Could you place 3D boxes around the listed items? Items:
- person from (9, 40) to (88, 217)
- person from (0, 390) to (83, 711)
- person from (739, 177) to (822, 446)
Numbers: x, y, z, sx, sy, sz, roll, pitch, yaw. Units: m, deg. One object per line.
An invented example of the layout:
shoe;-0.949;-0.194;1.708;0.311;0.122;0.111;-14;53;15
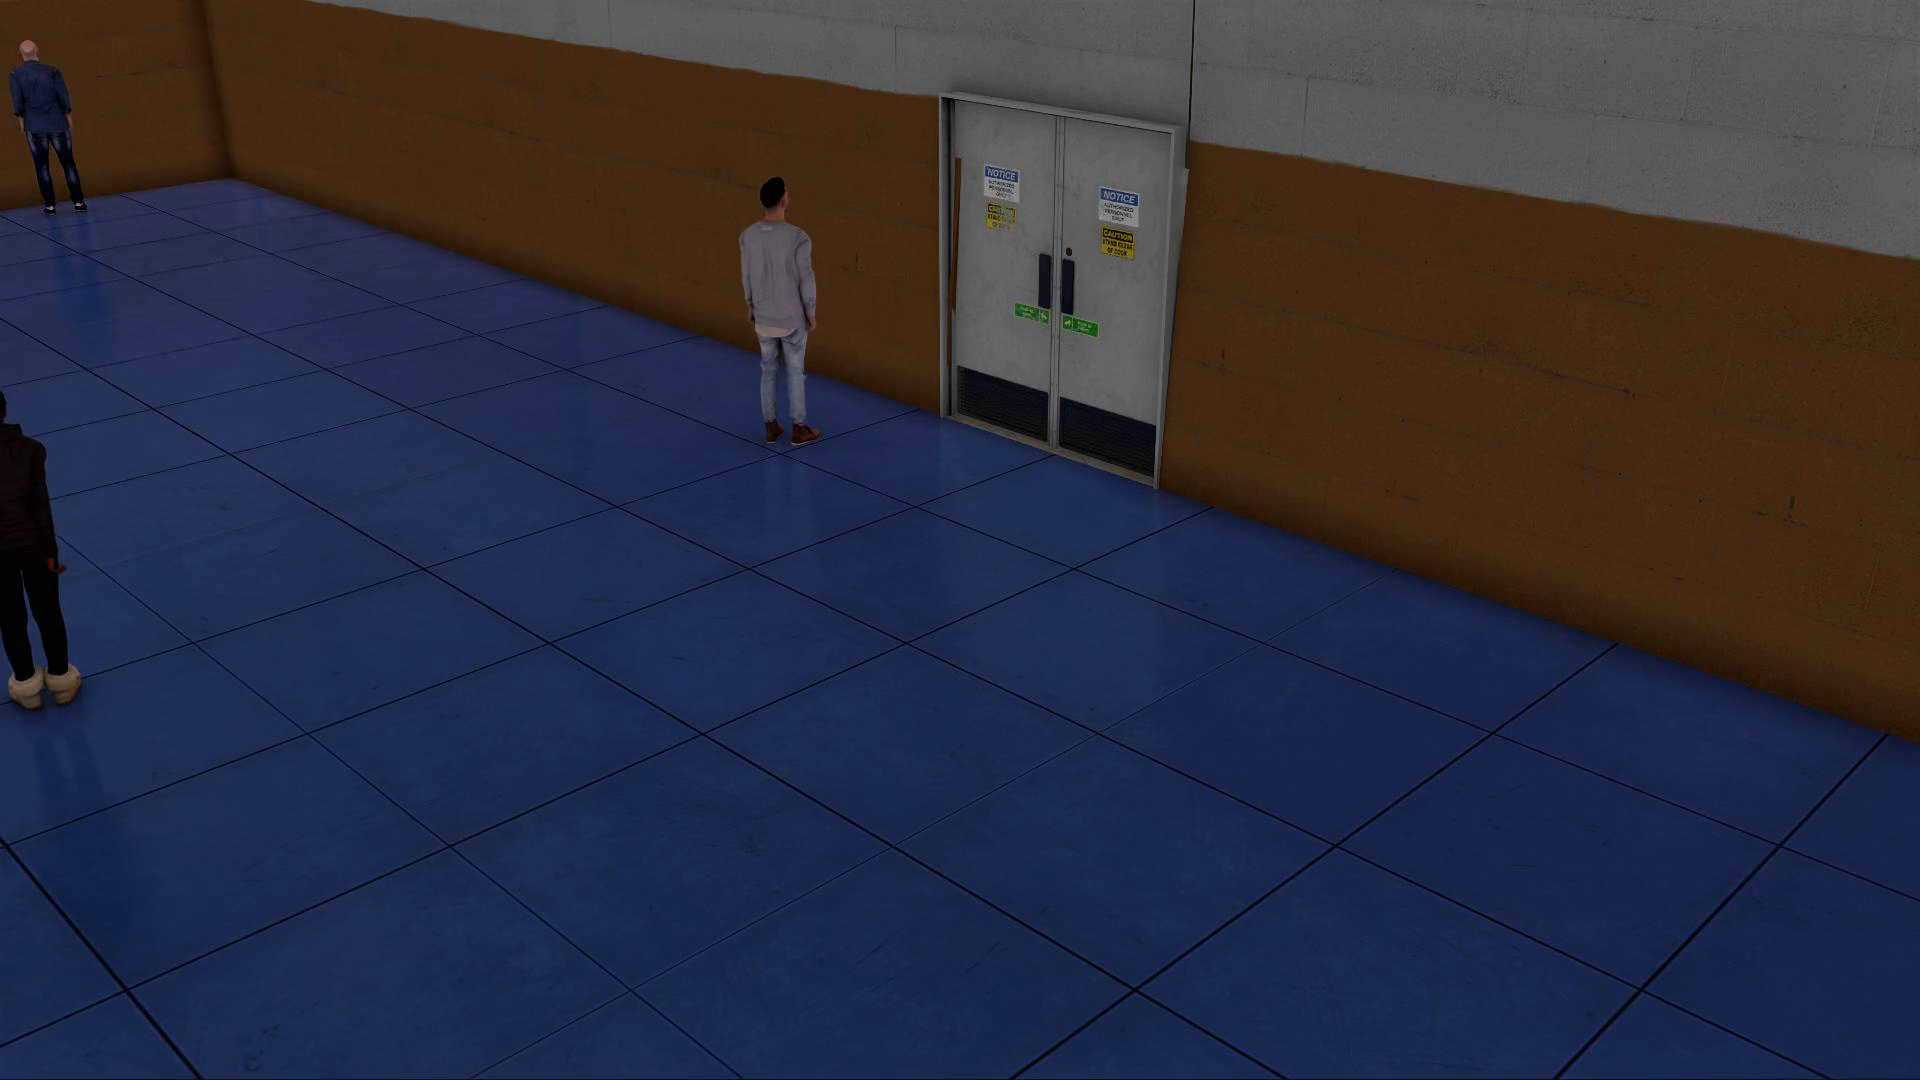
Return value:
person;-9.807;-4.425;17.862;0.629;1.826;0.834;-13;27;-27
person;-4.452;0.048;7.848;0.683;1.659;0.623;9;25;20
person;-1.212;-1.541;11.254;0.765;1.841;0.742;7;25;16
